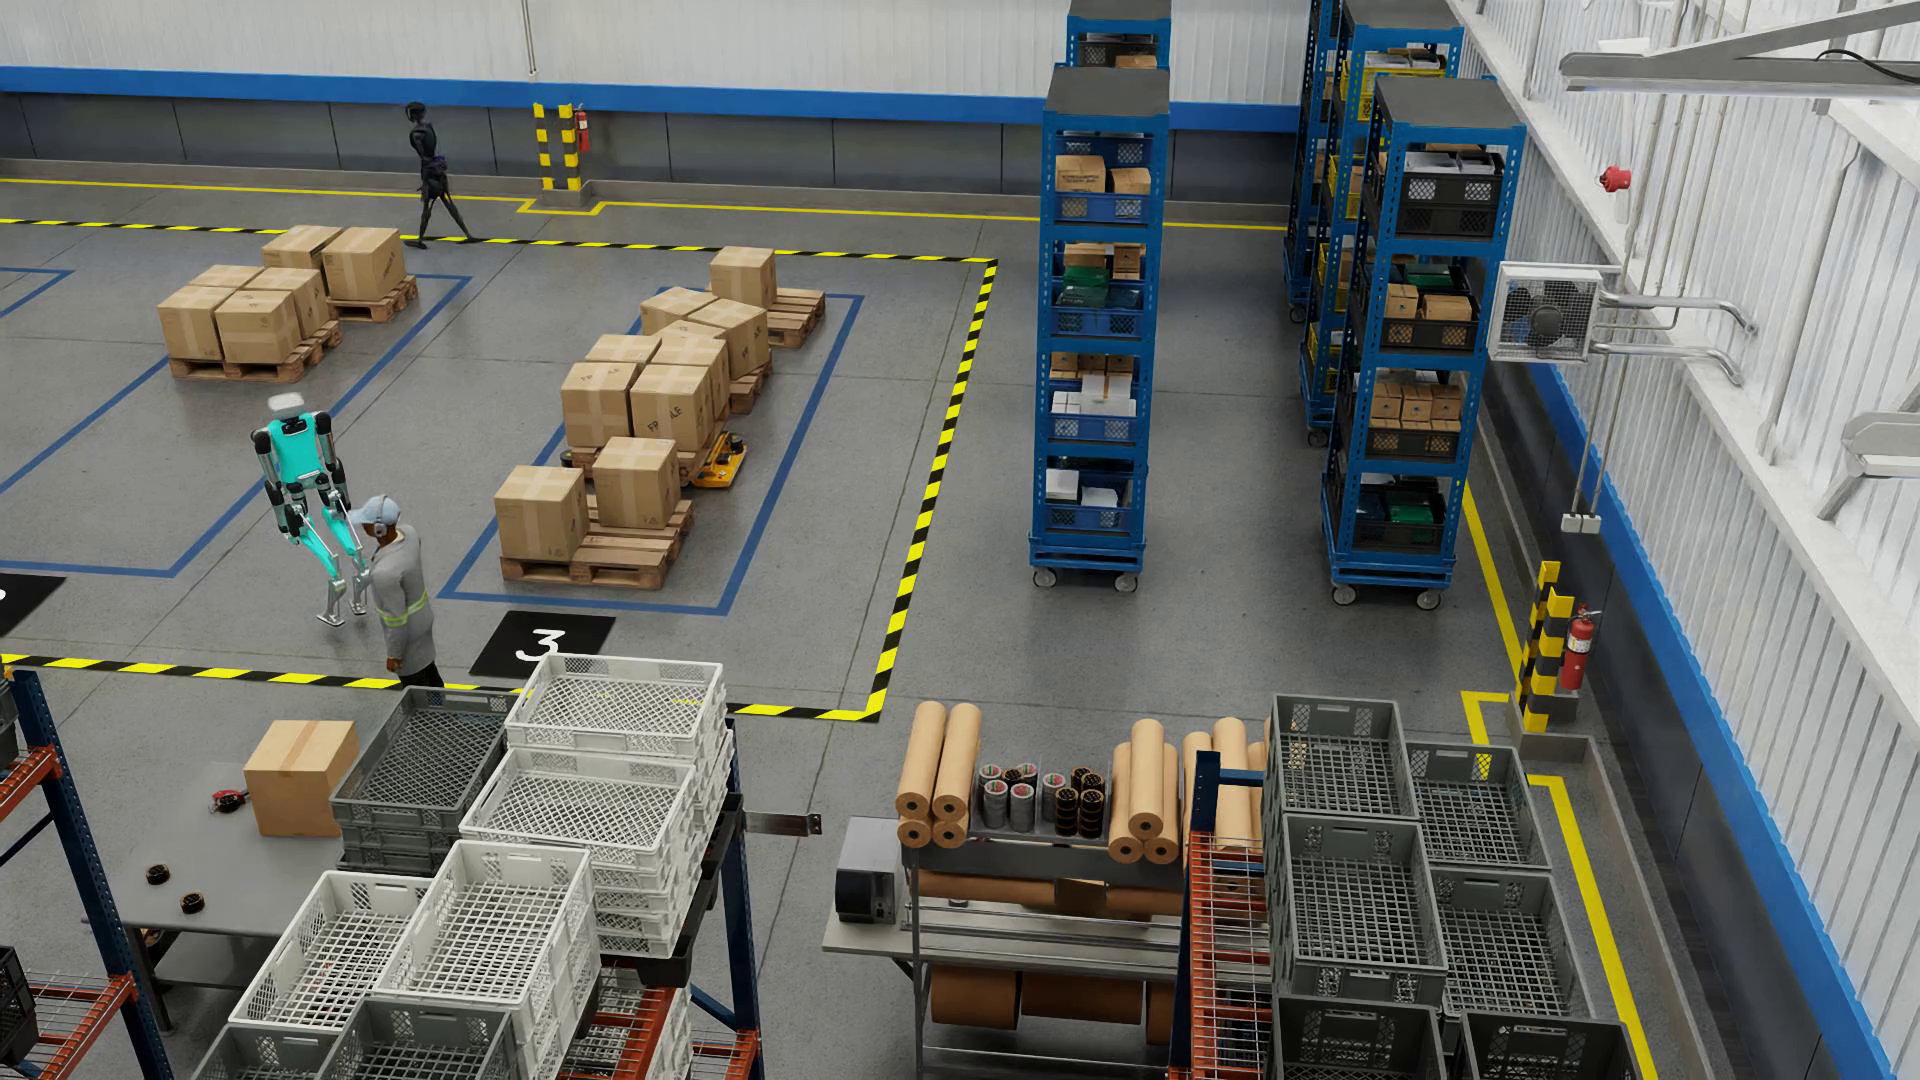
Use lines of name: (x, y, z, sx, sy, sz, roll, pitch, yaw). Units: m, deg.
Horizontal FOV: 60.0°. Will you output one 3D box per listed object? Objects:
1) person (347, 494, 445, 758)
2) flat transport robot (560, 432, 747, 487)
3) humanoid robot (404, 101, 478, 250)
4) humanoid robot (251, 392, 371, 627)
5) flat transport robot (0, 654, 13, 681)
person: (-3.407, 0.540, 10.173, 0.365, 1.852, 0.589, -2, 30, -4)
flat transport robot: (-2.554, -0.707, 13.861, 1.431, 0.197, 0.652, 3, 30, 6)
humanoid robot: (-5.778, -3.978, 18.146, 0.777, 1.621, 0.591, -2, 30, -4)
humanoid robot: (-4.332, -0.150, 11.337, 0.533, 1.677, 0.735, -25, 38, -36)
flat transport robot: (-7.142, 0.969, 11.010, 1.431, 0.231, 0.659, 3, 30, 6)
